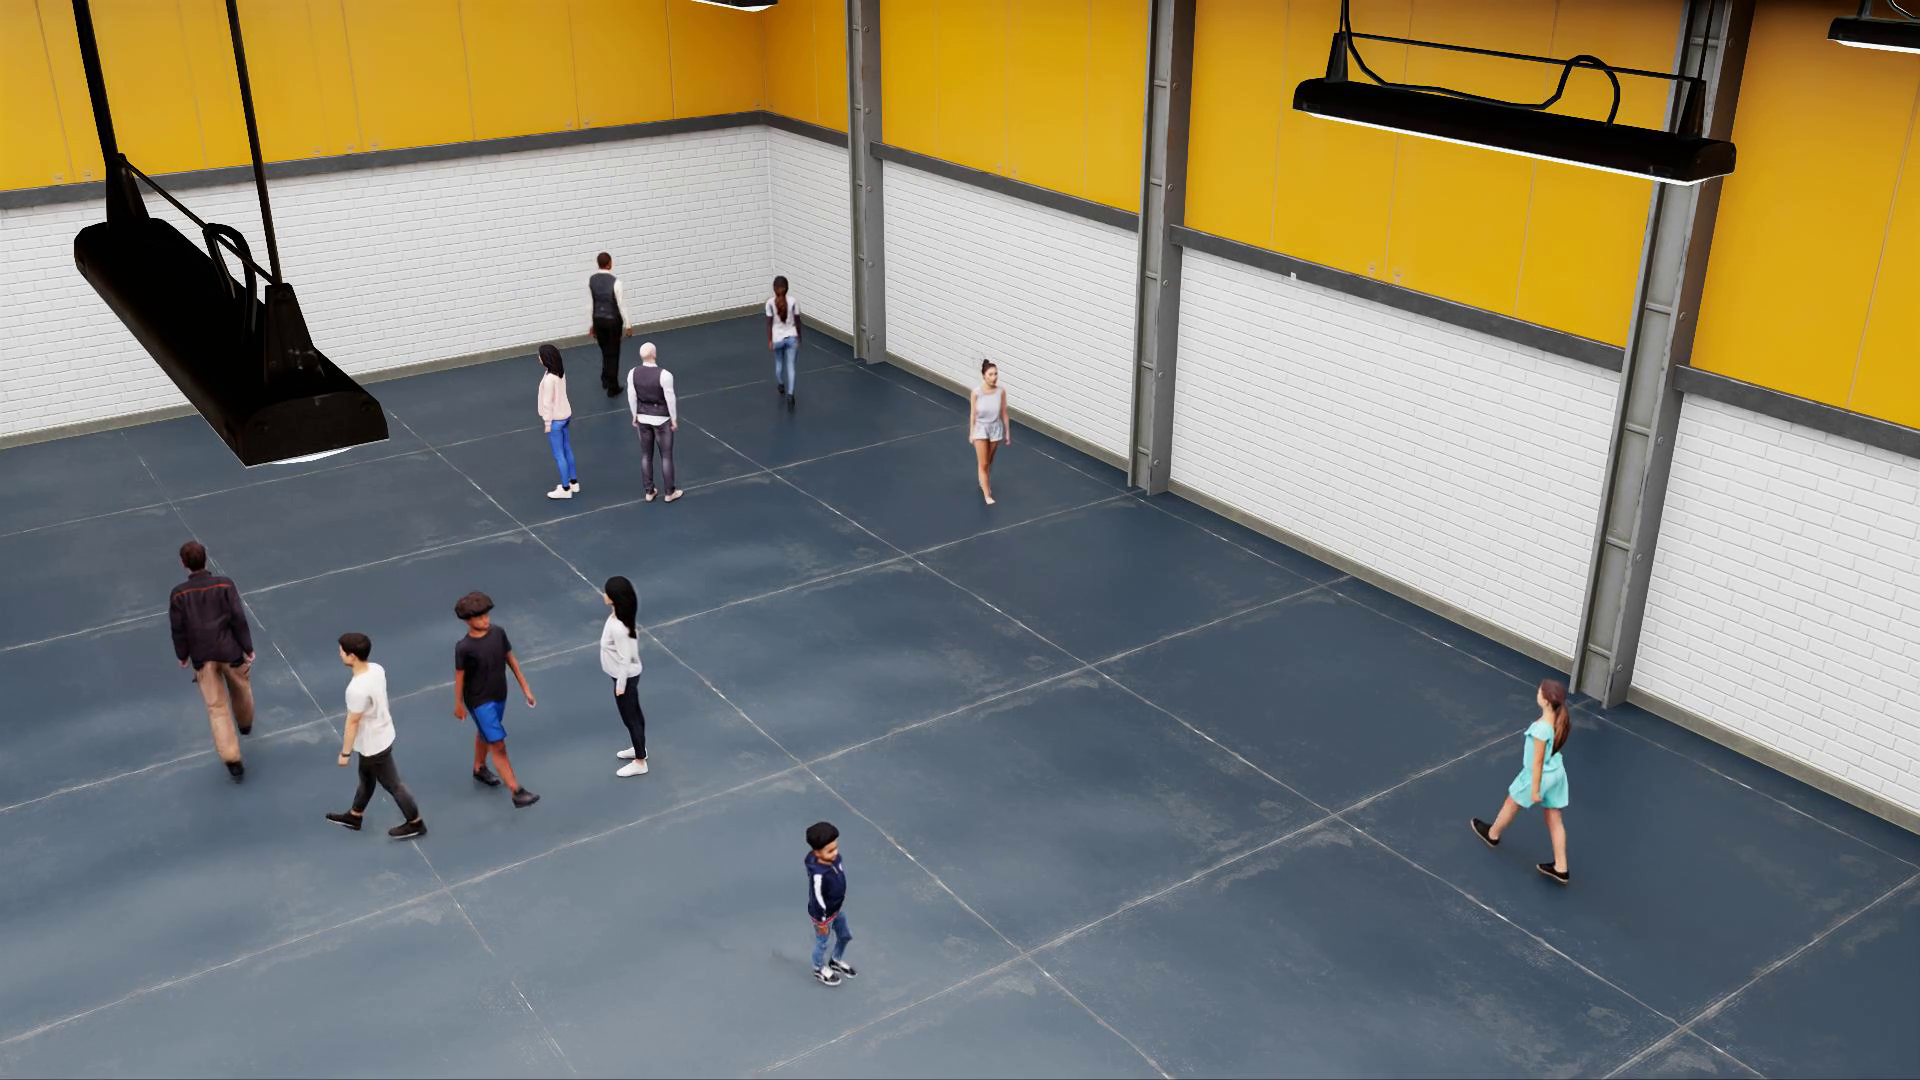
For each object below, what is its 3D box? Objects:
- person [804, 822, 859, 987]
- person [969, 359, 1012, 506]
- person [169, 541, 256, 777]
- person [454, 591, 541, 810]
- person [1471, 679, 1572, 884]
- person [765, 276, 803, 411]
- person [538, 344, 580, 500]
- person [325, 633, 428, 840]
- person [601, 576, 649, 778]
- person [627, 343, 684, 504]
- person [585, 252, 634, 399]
[{"bbox_3d":[-0.910,2.355,10.829,0.651,1.213,0.620,11,26,23],"label":"person"},{"bbox_3d":[0.279,-1.234,18.587,0.732,1.575,1.002,-8,25,-18],"label":"person"},{"bbox_3d":[-5.882,0.979,13.159,0.830,1.867,1.262,-12,26,-25],"label":"person"},{"bbox_3d":[-3.709,1.190,12.827,1.197,1.747,0.892,14,27,29],"label":"person"},{"bbox_3d":[4.222,1.734,11.875,0.539,1.512,1.043,-15,28,-31],"label":"person"},{"bbox_3d":[-2.244,-2.513,21.372,0.948,1.686,1.155,-2,24,-4],"label":"person"},{"bbox_3d":[-4.484,-1.334,18.576,0.774,1.766,0.712,4,24,9],"label":"person"},{"bbox_3d":[-4.235,1.469,12.258,1.007,1.691,1.044,-2,24,-5],"label":"person"},{"bbox_3d":[-2.646,1.062,13.177,0.755,1.700,0.638,-3,24,-7],"label":"person"},{"bbox_3d":[-3.390,-1.301,18.429,0.772,1.822,0.841,5,24,12],"label":"person"},{"bbox_3d":[-4.634,-2.784,21.718,0.822,1.906,0.901,7,24,15],"label":"person"}]
